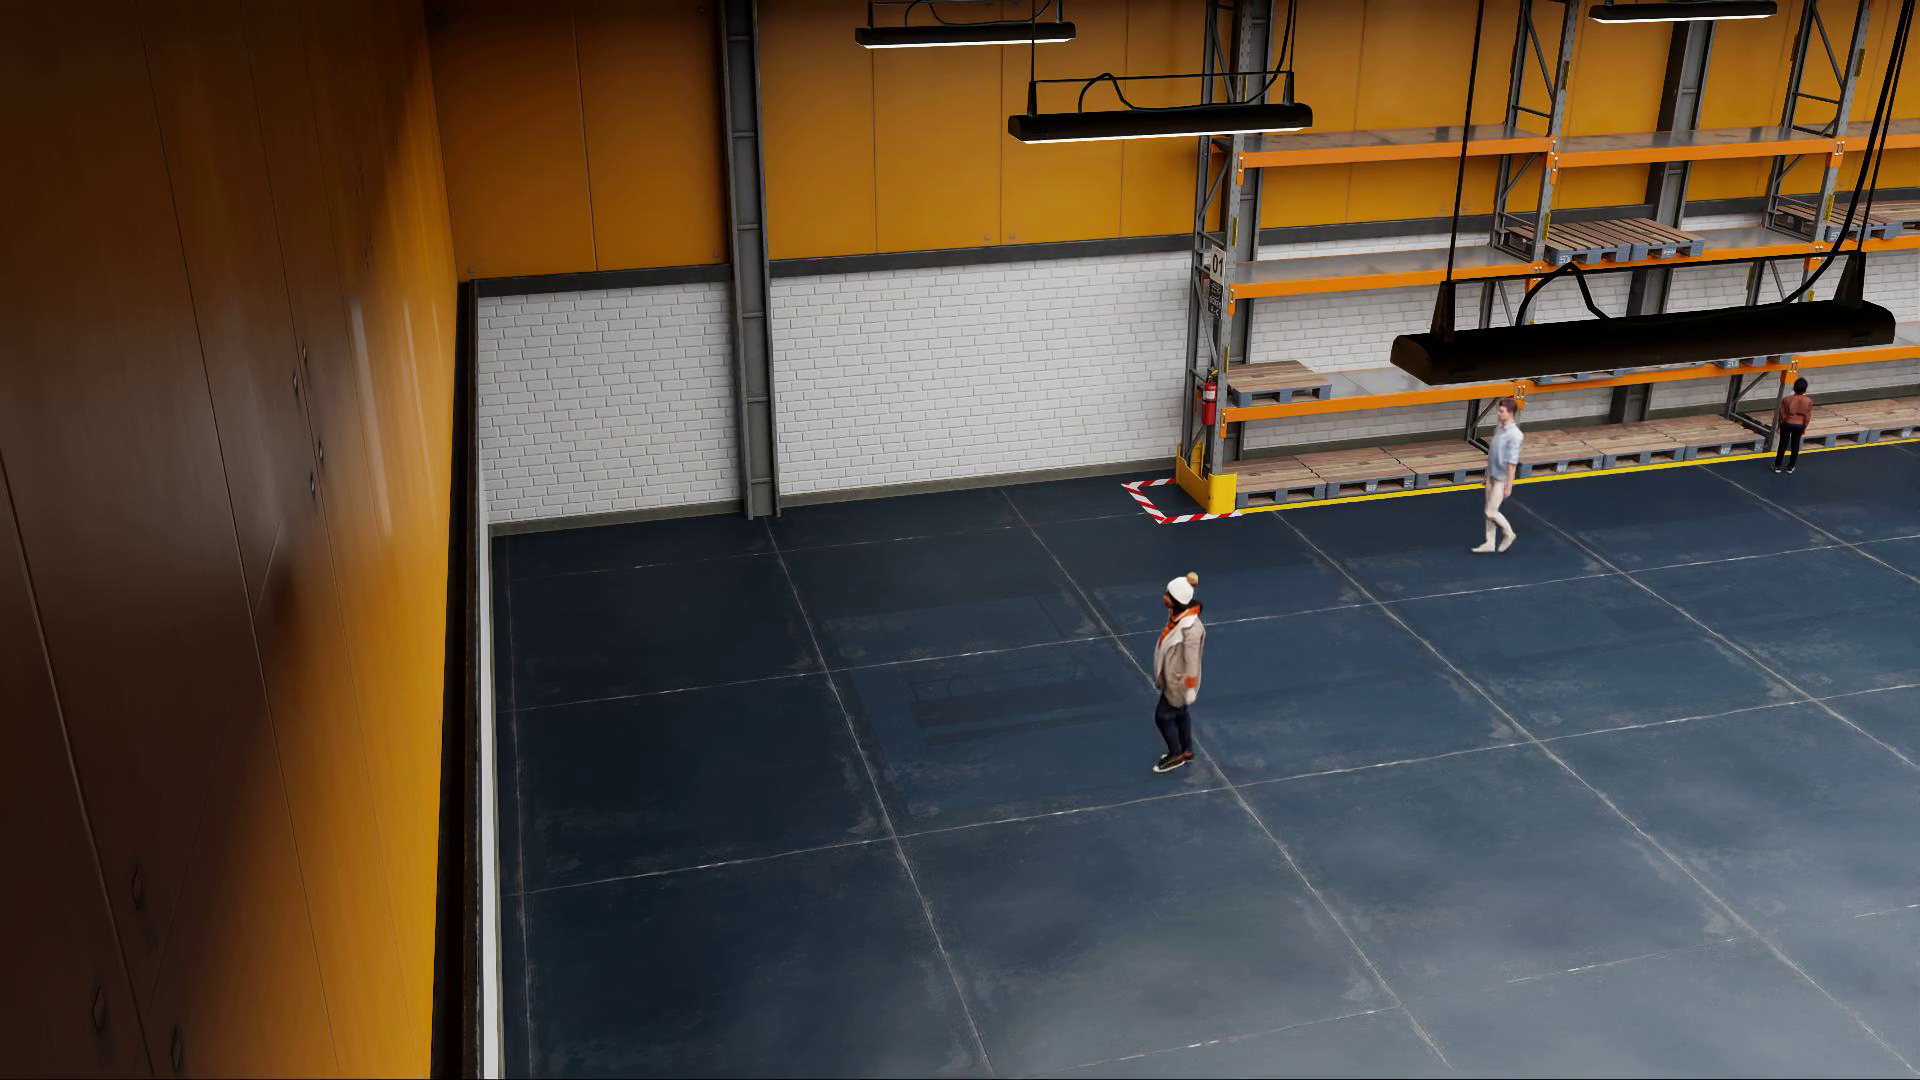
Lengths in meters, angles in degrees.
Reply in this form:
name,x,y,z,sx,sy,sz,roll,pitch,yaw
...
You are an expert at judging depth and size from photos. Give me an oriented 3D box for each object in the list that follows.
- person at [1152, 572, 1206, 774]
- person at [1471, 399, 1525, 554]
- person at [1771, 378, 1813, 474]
name,x,y,z,sx,sy,sz,roll,pitch,yaw
person,1.997,1.145,14.397,0.709,1.875,0.749,-2,24,-5
person,6.136,-0.692,18.648,0.710,1.836,0.673,-4,24,-10
person,10.579,-1.462,21.135,0.562,1.255,0.658,7,25,15
